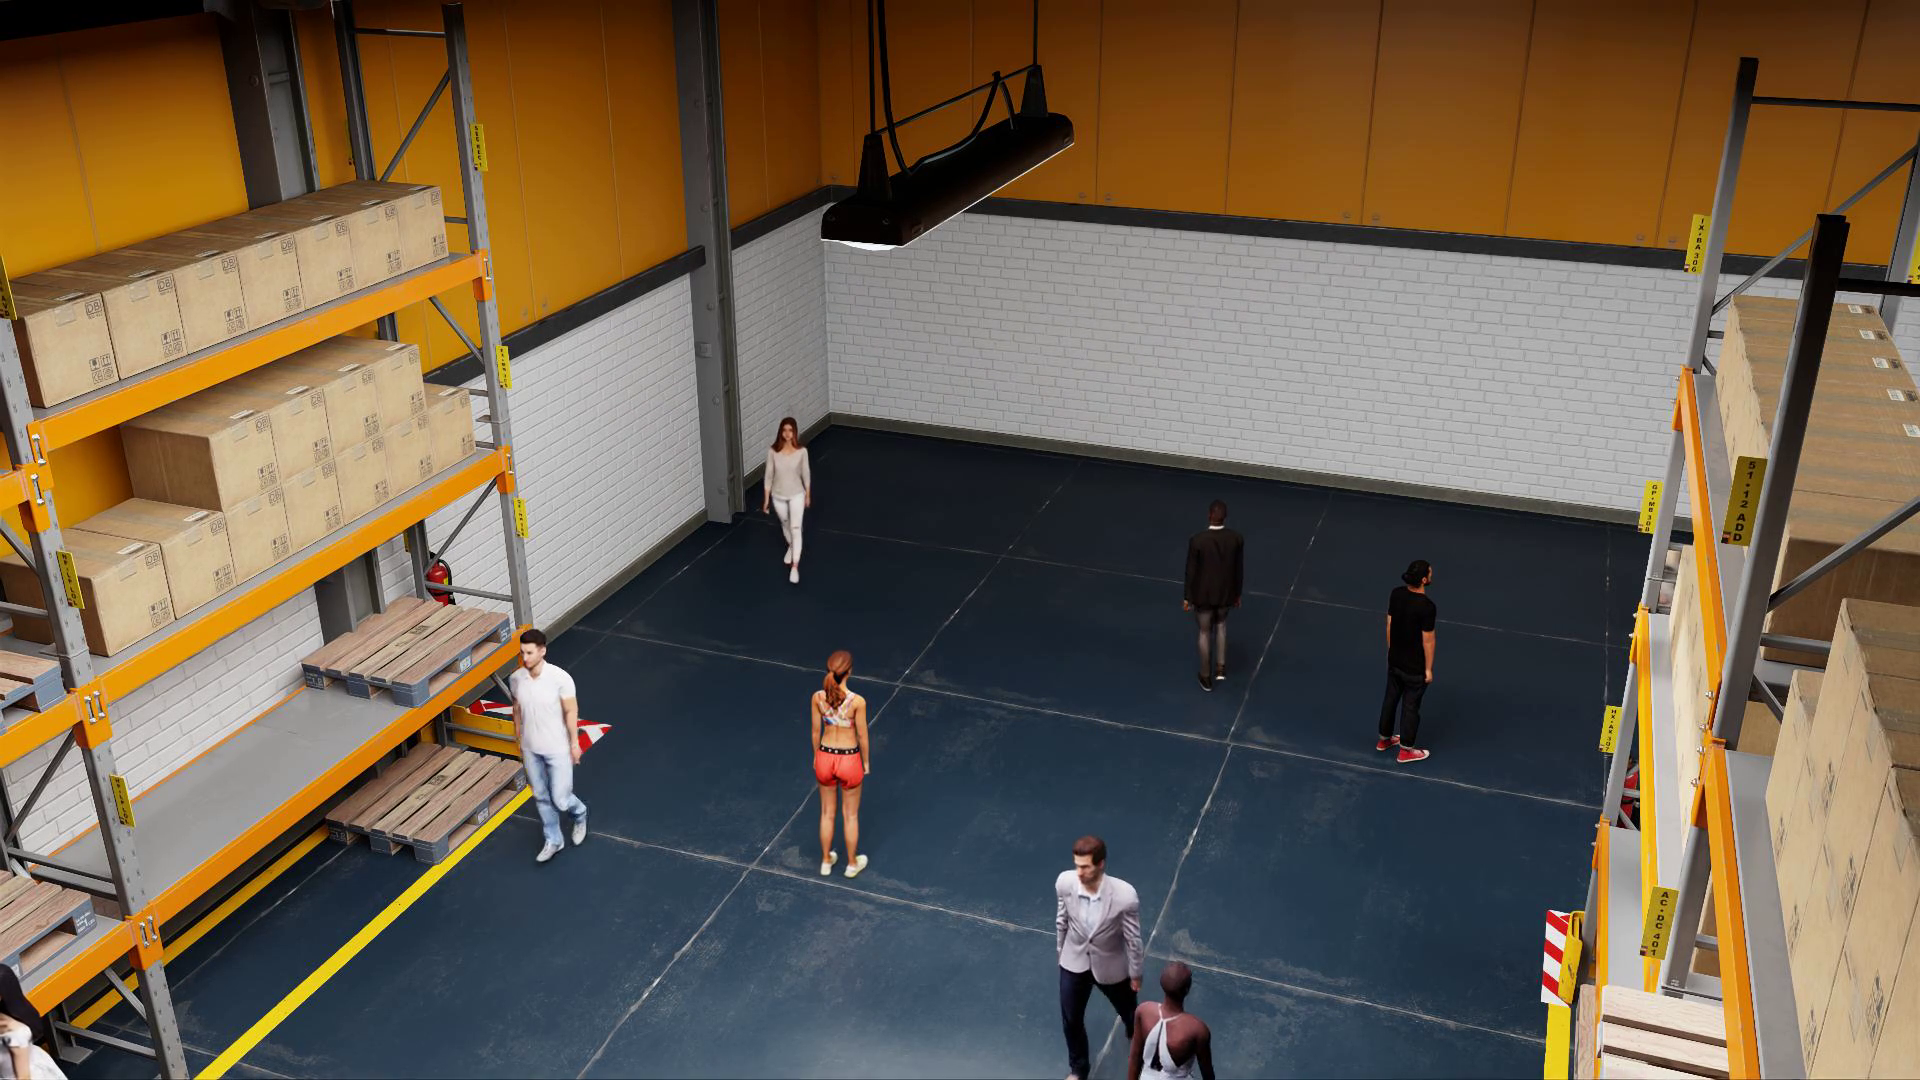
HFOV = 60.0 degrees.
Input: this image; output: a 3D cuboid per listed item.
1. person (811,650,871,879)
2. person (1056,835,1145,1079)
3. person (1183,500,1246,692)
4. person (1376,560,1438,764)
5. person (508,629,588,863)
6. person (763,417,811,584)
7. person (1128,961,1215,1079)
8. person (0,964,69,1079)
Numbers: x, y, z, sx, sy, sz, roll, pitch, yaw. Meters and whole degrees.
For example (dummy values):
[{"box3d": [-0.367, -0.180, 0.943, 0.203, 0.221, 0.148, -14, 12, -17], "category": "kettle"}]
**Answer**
[{"box3d": [-0.872, 1.623, 11.979, 0.599, 1.786, 0.559, 5, 24, 11], "category": "person"}, {"box3d": [0.851, 2.499, 9.943, 0.779, 1.811, 0.915, 6, 24, 14], "category": "person"}, {"box3d": [2.238, 0.522, 14.486, 0.801, 1.795, 0.821, -3, 24, -7], "category": "person"}, {"box3d": [3.646, 0.967, 13.512, 0.766, 1.758, 0.728, -14, 27, -29], "category": "person"}, {"box3d": [-2.998, 1.472, 12.241, 0.674, 1.851, 0.732, 7, 25, 16], "category": "person"}, {"box3d": [-1.744, -0.460, 16.902, 0.812, 1.658, 1.157, 2, 24, 4], "category": "person"}, {"box3d": [1.049, 3.054, 8.765, 0.788, 1.737, 1.156, 16, 28, 33], "category": "person"}, {"box3d": [-4.940, 2.992, 8.867, 0.818, 1.769, 0.783, -16, 28, -32], "category": "person"}]
